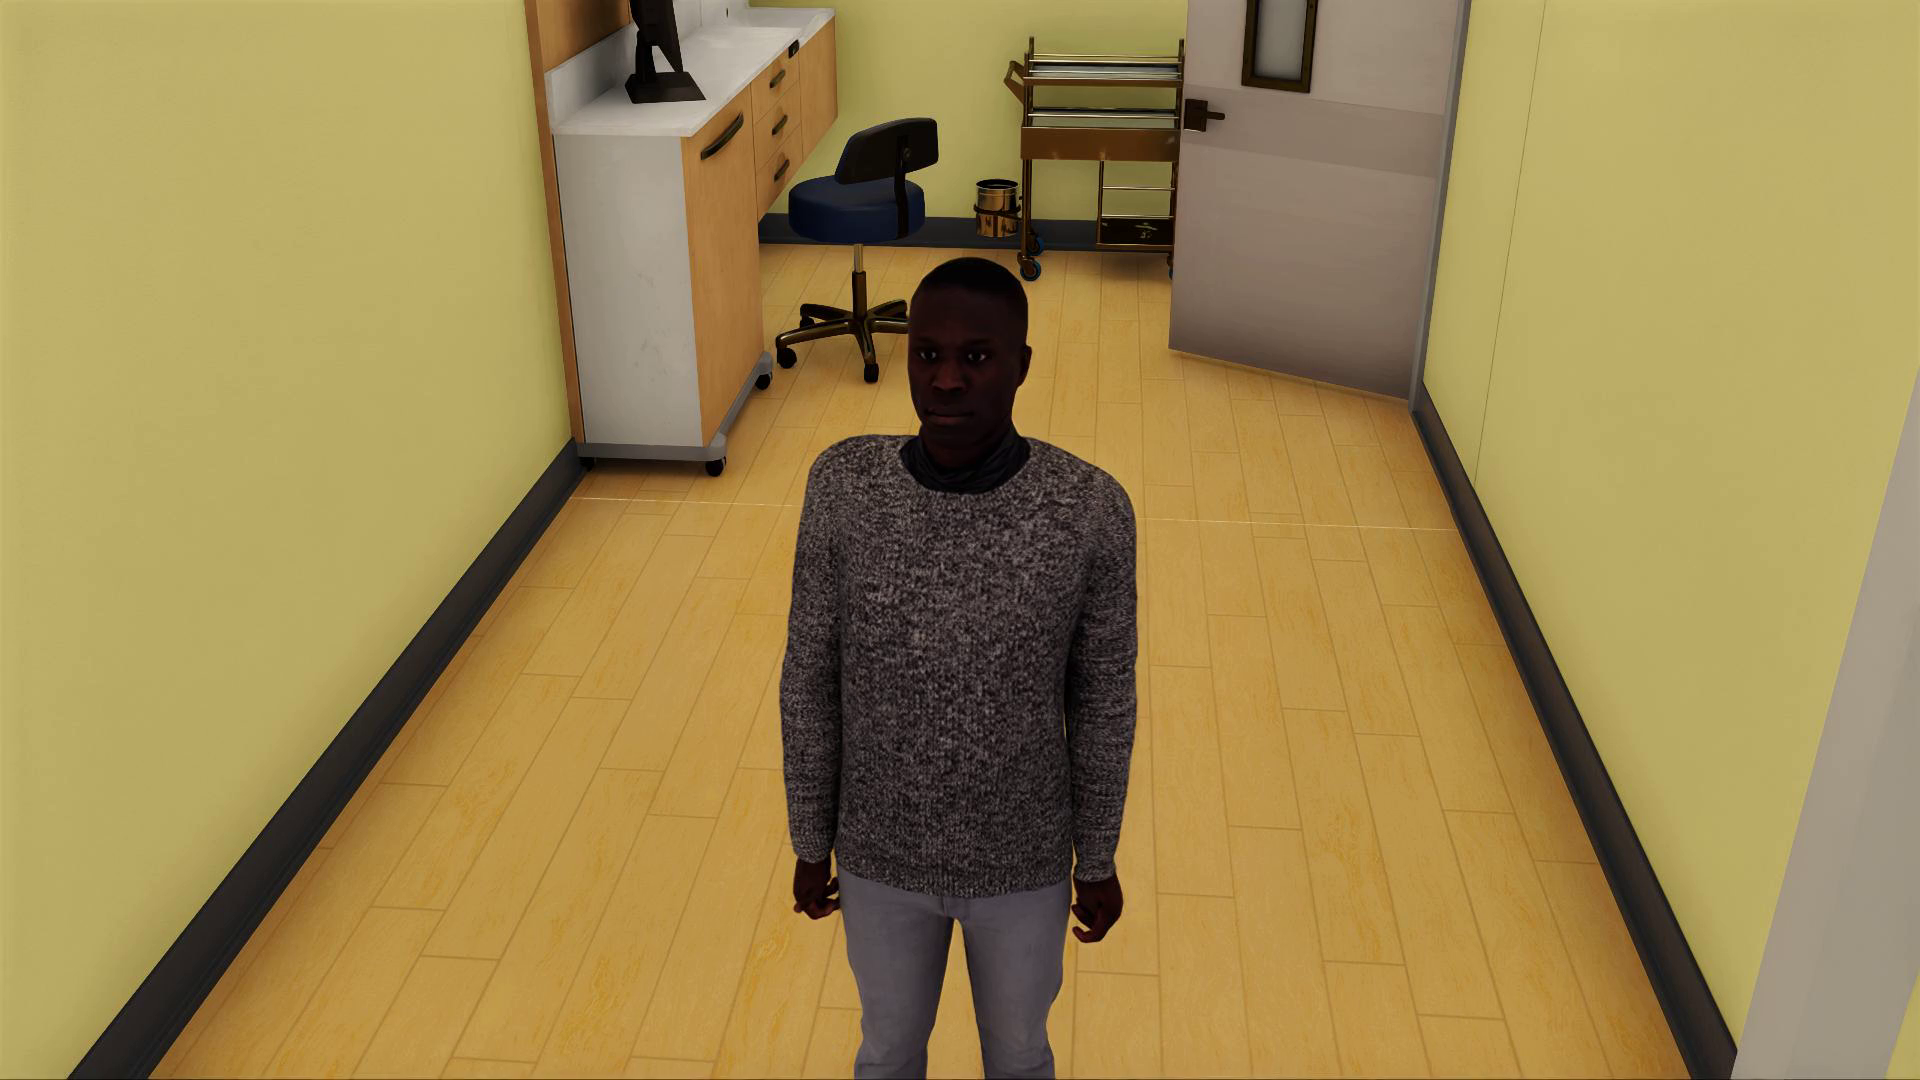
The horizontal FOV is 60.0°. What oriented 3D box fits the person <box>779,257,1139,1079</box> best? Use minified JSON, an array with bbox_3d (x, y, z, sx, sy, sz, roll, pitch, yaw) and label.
[{"bbox_3d":[0.001,0.457,2.569,0.471,1.839,0.730,3,26,5],"label":"person"}]
